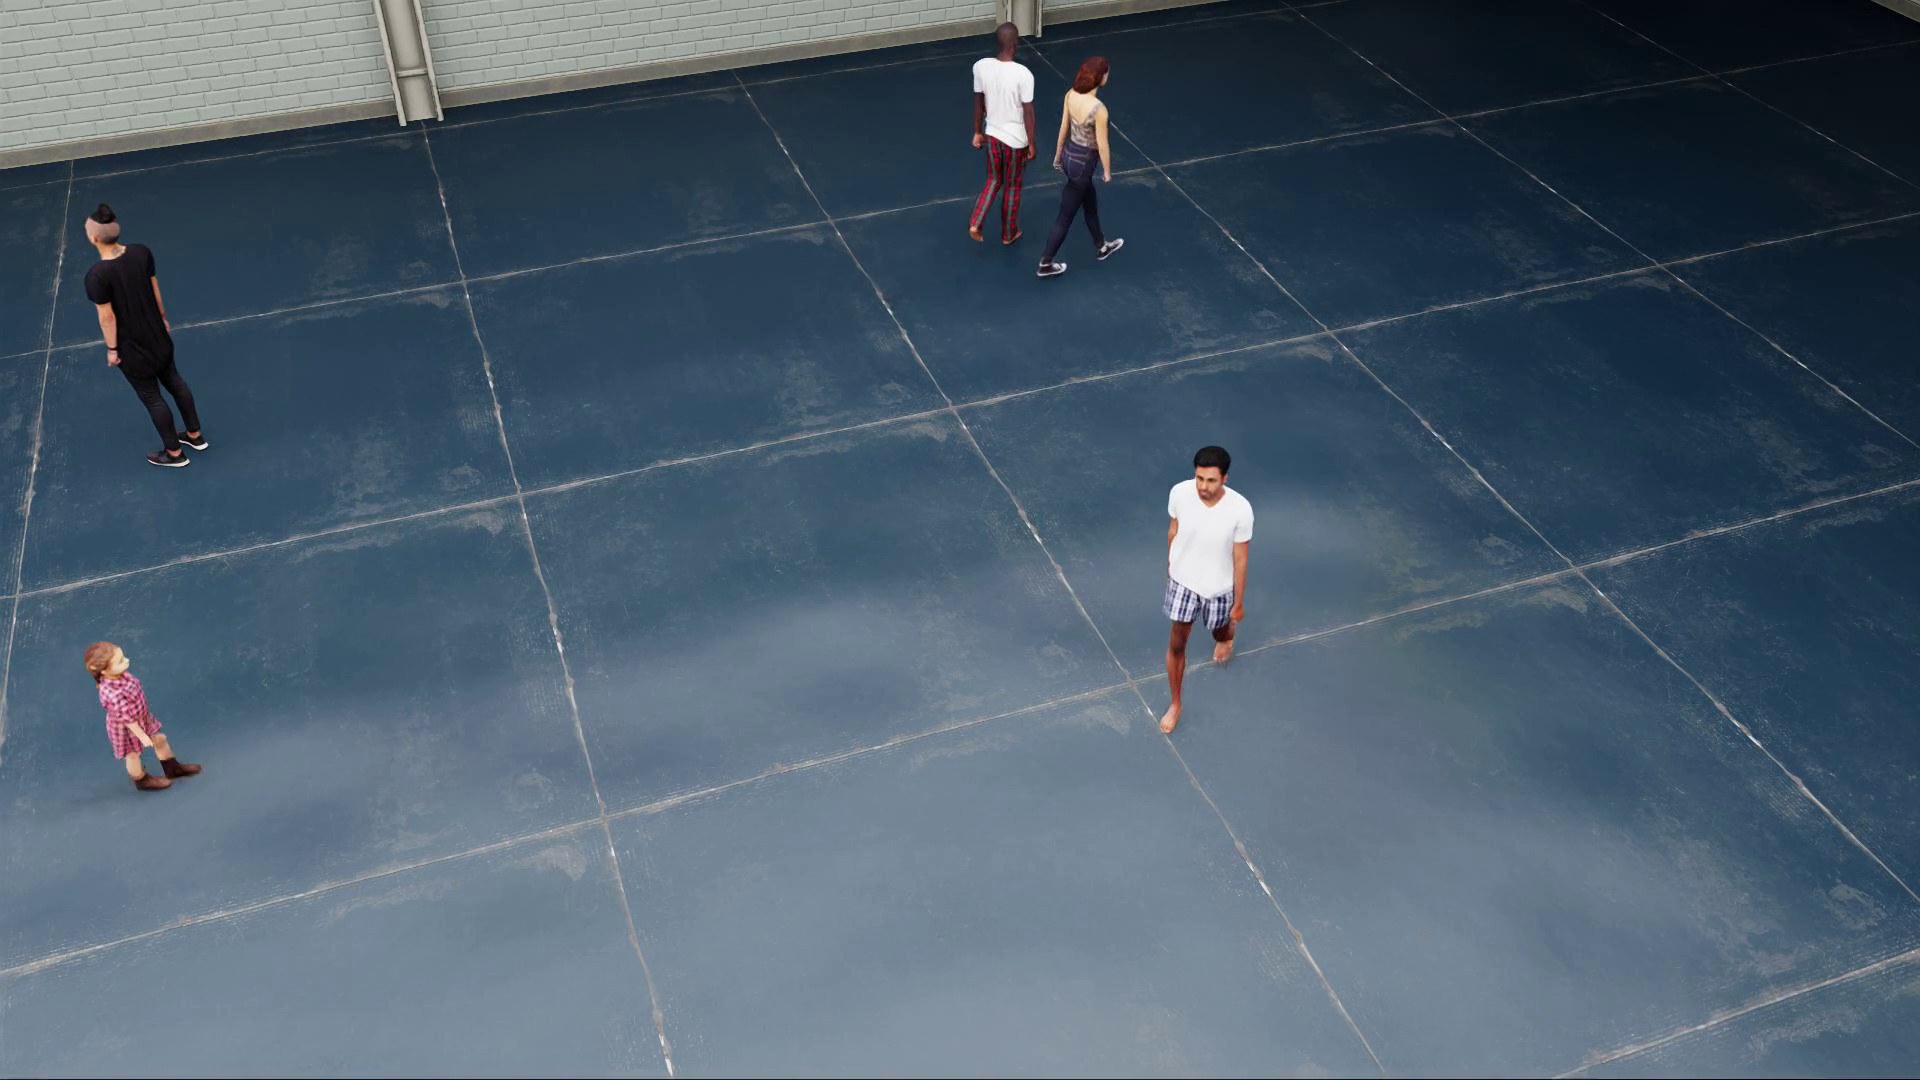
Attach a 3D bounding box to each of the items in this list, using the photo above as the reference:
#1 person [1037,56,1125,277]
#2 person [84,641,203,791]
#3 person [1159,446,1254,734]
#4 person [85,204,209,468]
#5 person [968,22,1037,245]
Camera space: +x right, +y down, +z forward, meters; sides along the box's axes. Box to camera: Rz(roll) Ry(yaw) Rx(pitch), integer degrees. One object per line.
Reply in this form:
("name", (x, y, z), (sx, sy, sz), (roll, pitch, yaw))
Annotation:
("person", (0.824, -2.759, 12.593), (1.094, 1.719, 0.763), (-22, 43, -26))
("person", (-4.280, 0.919, 8.467), (0.569, 1.010, 0.450), (-9, 39, -12))
("person", (1.335, 0.183, 8.849), (1.075, 1.699, 1.142), (17, 41, 20))
("person", (-5.240, -1.314, 10.628), (0.799, 1.863, 0.771), (11, 39, 14))
("person", (0.312, -3.086, 12.928), (0.916, 1.820, 0.989), (21, 43, 24))
